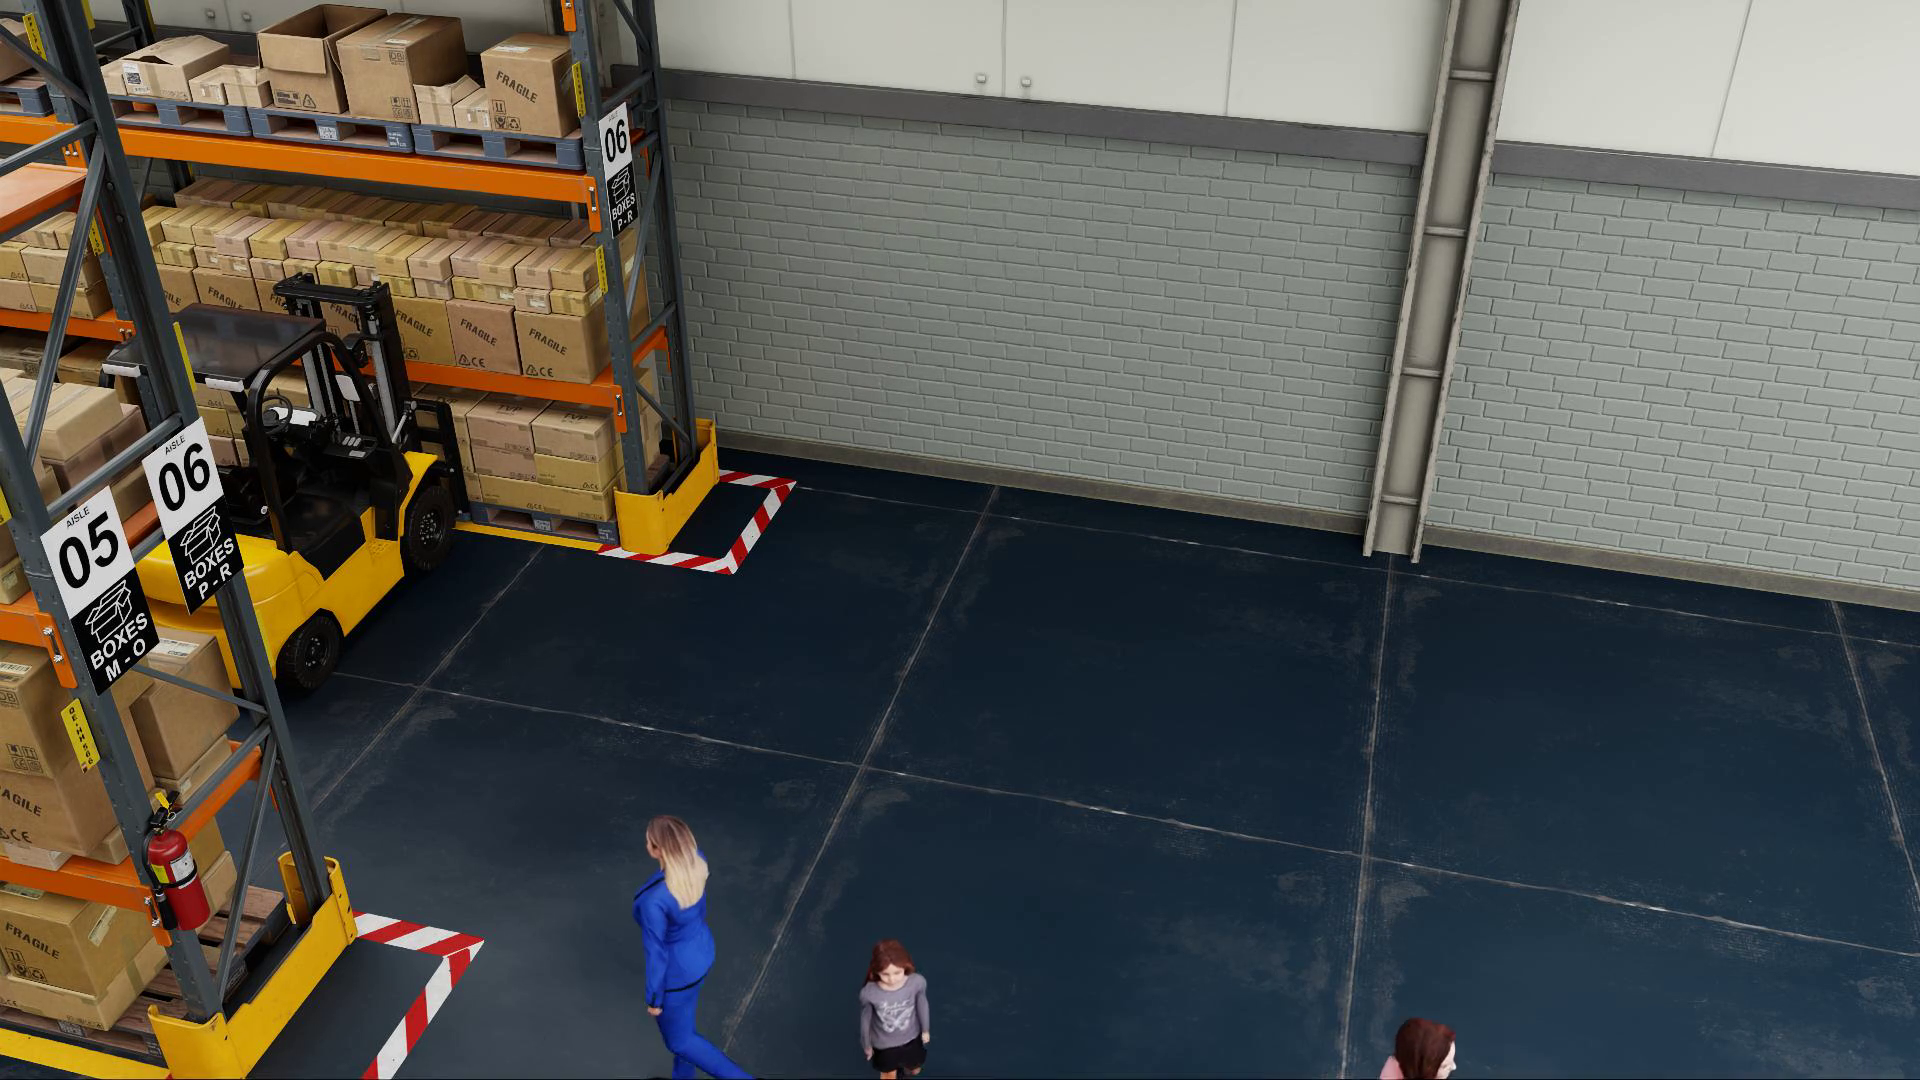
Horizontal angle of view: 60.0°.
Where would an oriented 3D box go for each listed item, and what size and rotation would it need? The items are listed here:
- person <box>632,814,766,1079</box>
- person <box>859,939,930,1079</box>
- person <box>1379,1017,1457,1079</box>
[{"bbox_3d":[-1.194,1.991,7.640,0.913,1.675,0.707,9,34,13],"label":"person"},{"bbox_3d":[-0.312,2.248,7.773,0.610,1.100,0.665,-9,34,-13],"label":"person"},{"bbox_3d":[1.664,2.528,6.712,0.709,1.787,0.683,14,35,20],"label":"person"}]
